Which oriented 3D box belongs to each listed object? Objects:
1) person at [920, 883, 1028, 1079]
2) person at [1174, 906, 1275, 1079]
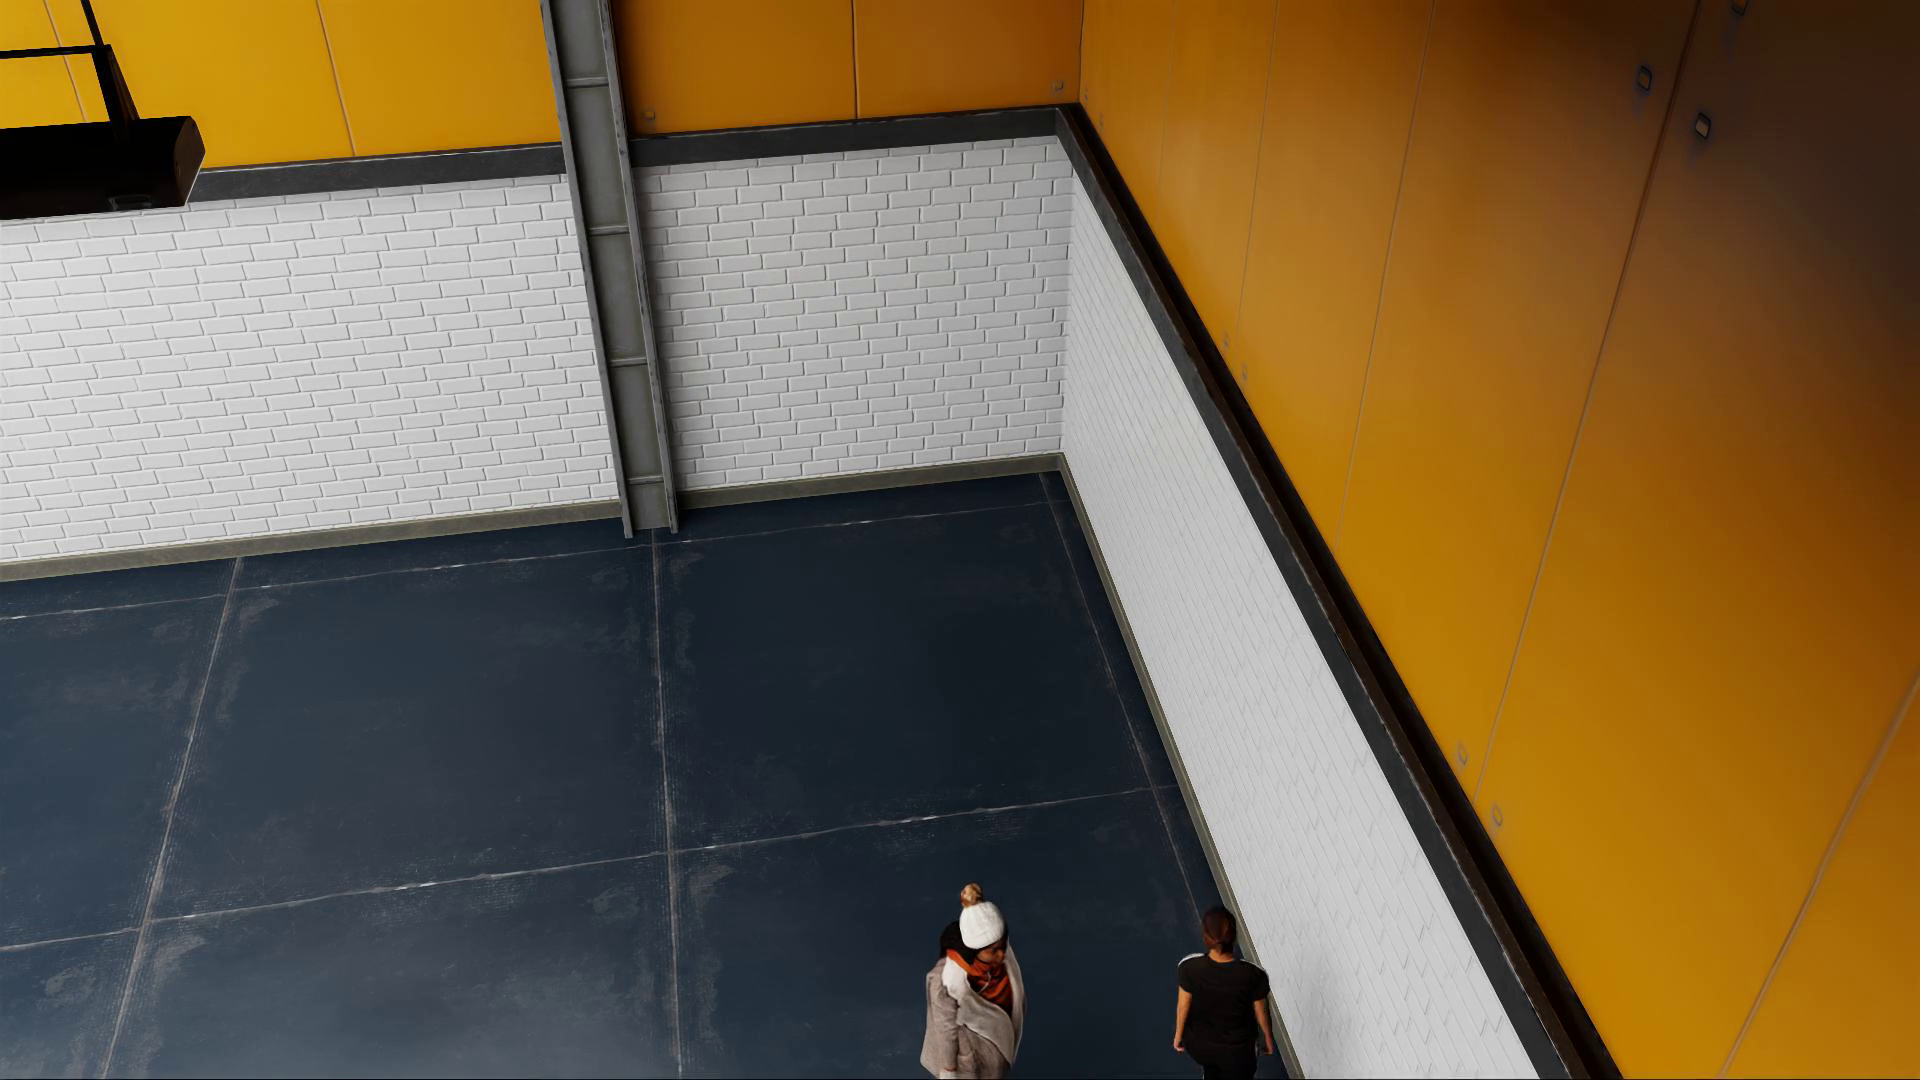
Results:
[{"bbox_3d":[0.052,2.312,7.929,0.879,1.895,0.826,21,43,25],"label":"person"},{"bbox_3d":[1.228,2.467,7.947,1.085,1.631,1.047,17,42,20],"label":"person"}]
